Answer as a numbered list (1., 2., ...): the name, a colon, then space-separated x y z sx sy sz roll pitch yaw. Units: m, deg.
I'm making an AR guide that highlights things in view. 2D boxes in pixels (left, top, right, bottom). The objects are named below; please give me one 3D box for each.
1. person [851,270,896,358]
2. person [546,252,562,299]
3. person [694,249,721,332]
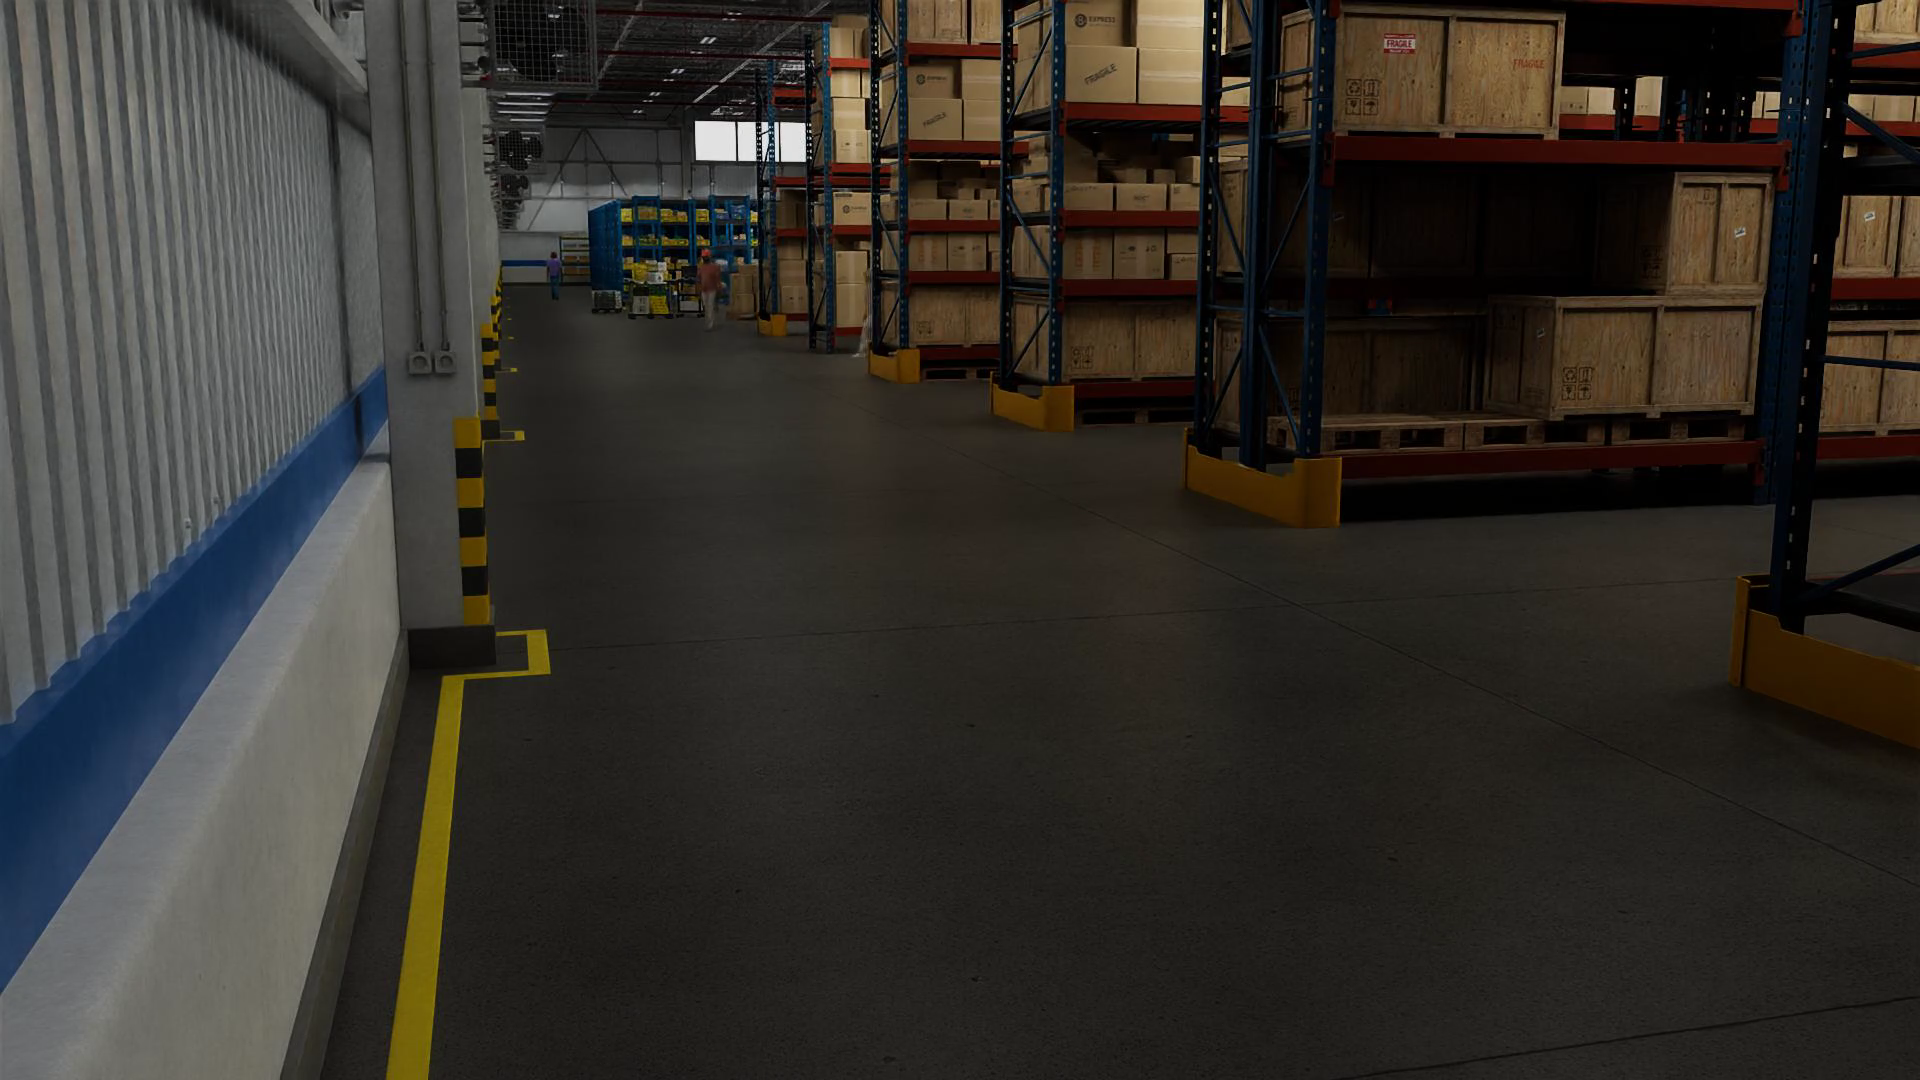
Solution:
1. person: -1.563 -4.133 30.393 0.816 1.601 0.512 -1 10 -4
2. person: -15.447 -10.057 63.327 0.569 1.825 0.720 -2 10 -12
3. person: -6.015 -5.880 39.264 0.634 1.963 0.846 5 11 25
